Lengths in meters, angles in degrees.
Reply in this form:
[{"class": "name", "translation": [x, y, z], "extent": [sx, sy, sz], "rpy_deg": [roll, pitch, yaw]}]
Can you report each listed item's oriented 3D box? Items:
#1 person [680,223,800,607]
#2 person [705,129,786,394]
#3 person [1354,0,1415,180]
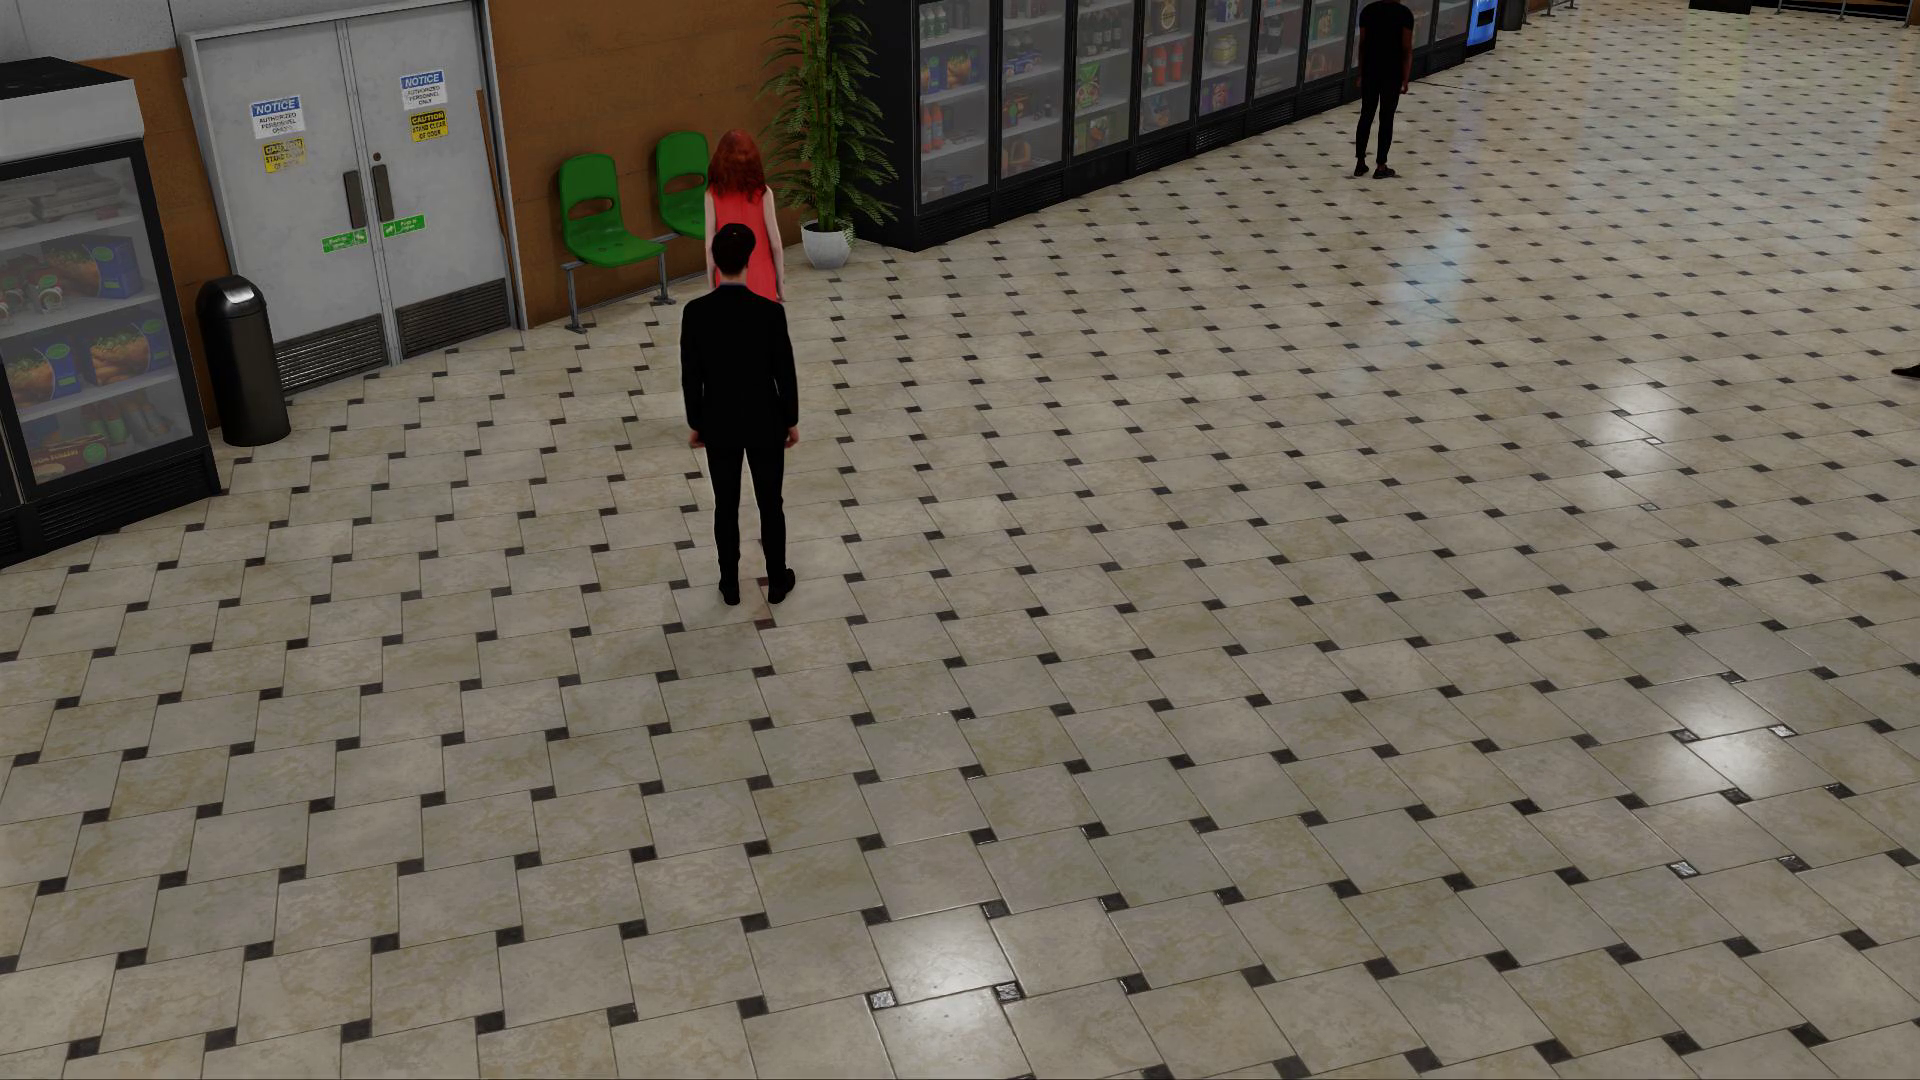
[{"class": "person", "translation": [-1.032, -0.569, 7.891], "extent": [0.774, 1.893, 0.847], "rpy_deg": [-1, 27, -2]}, {"class": "person", "translation": [-1.268, -1.507, 9.814], "extent": [0.646, 1.827, 0.728], "rpy_deg": [0, 27, 0]}, {"class": "person", "translation": [3.857, -4.244, 15.219], "extent": [0.492, 1.819, 0.732], "rpy_deg": [18, 32, 32]}]
